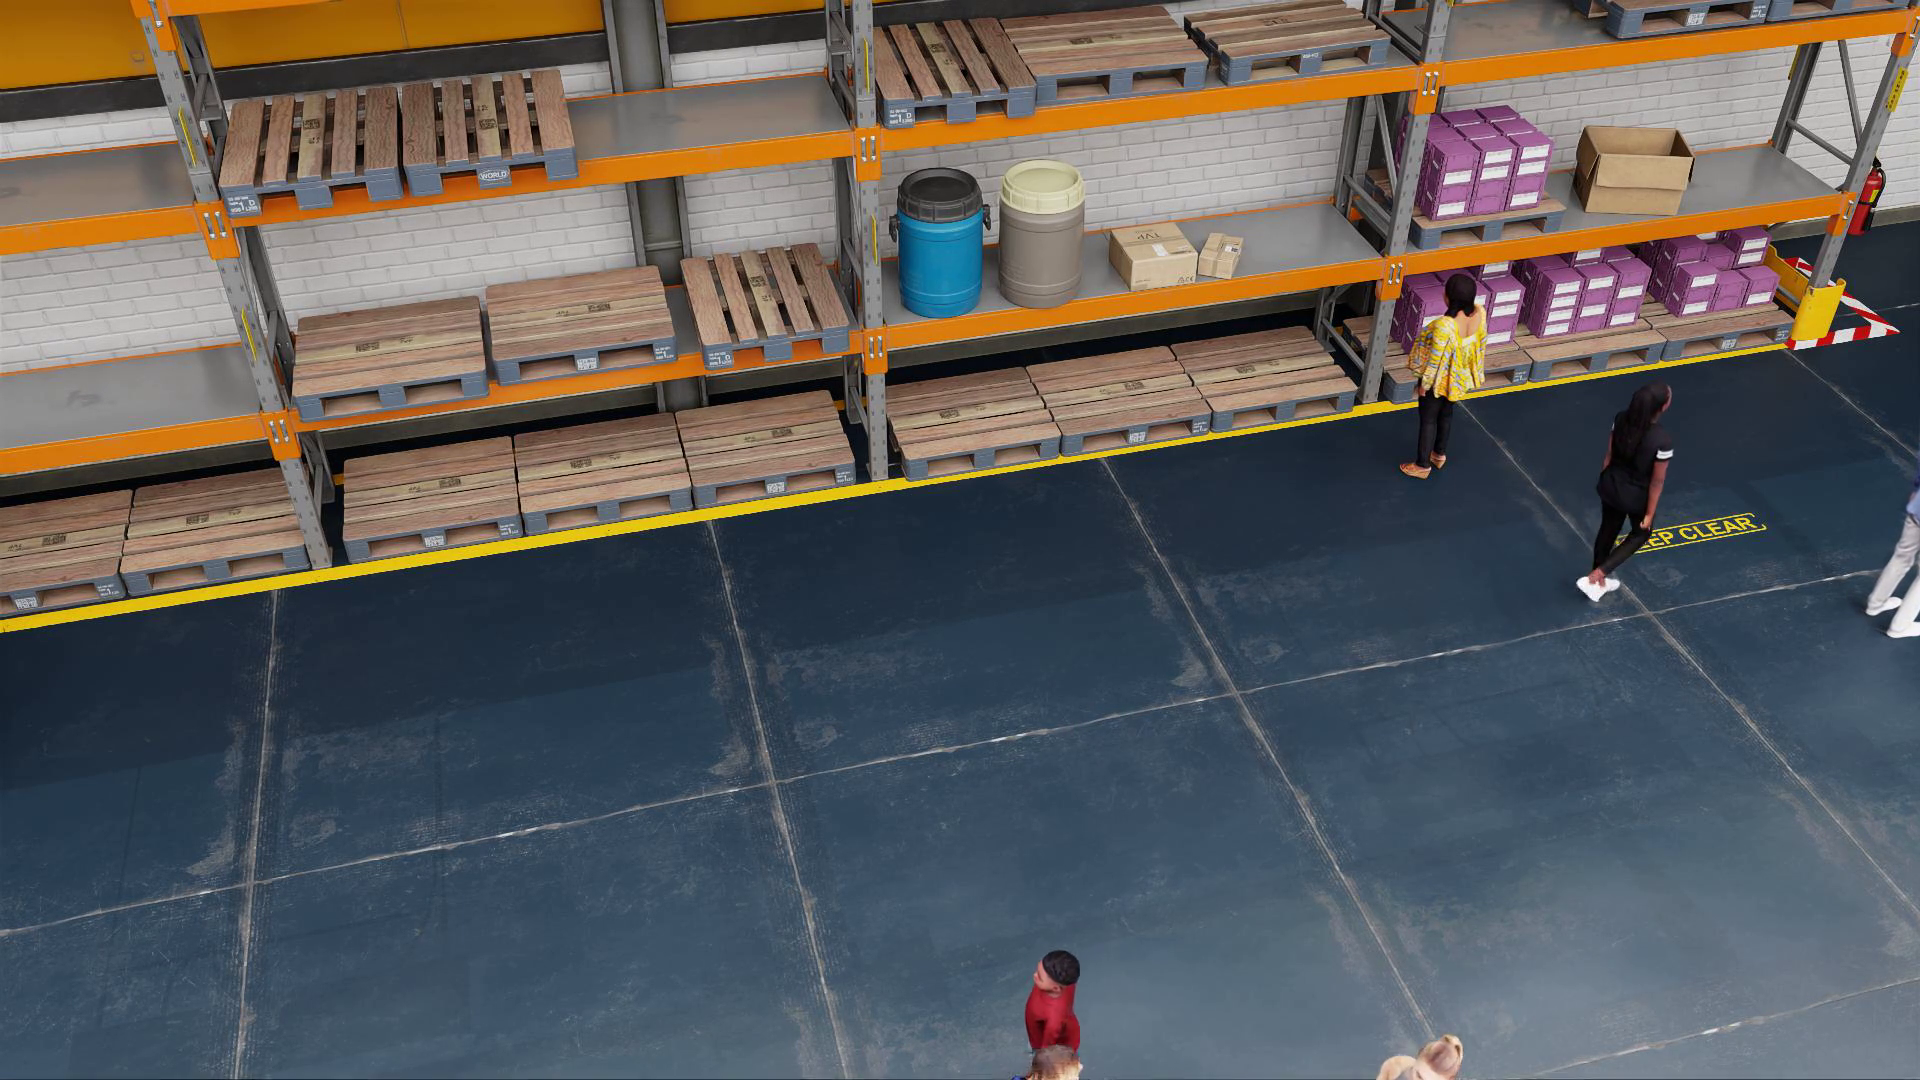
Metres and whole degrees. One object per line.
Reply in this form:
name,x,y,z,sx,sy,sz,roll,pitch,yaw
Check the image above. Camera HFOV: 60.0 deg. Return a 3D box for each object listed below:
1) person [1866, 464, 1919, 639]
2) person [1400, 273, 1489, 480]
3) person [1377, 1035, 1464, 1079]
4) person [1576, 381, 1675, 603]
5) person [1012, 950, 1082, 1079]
person,6.242,-0.181,10.593,0.587,1.885,0.650,-6,39,-8
person,3.499,-1.181,12.030,0.840,1.655,0.913,-29,47,-31
person,1.972,2.637,7.243,1.217,1.661,0.761,-18,42,-21
person,4.291,-0.262,10.829,0.825,1.717,0.743,-22,43,-25
person,0.504,2.368,7.912,0.663,1.247,0.616,6,39,8
